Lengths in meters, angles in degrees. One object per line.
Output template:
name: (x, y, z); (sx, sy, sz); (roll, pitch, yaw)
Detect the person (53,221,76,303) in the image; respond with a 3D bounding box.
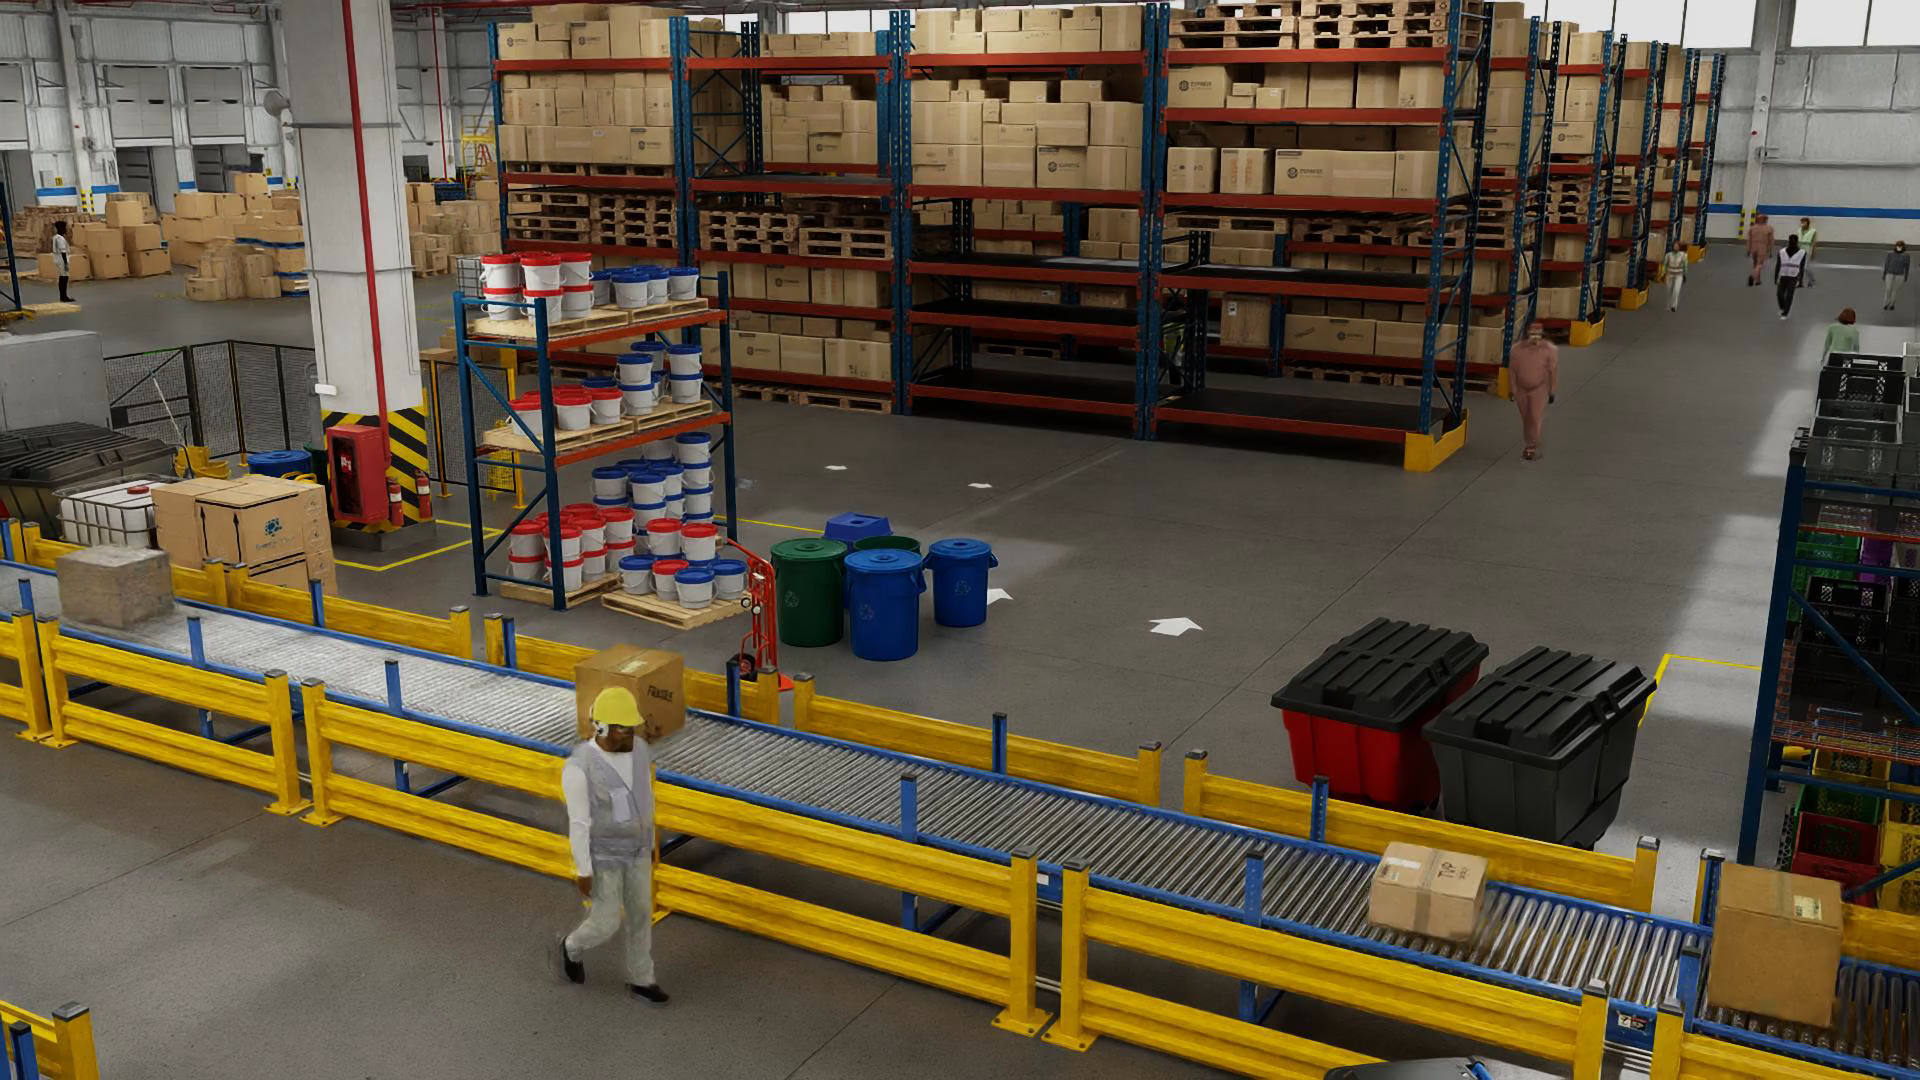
person: (-21.605, -6.697, 40.056); (0.380, 1.958, 0.606); (-11, 19, -37)

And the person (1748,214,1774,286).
person: (20.952, -7.596, 43.586); (0.829, 1.880, 0.650); (-11, 19, -37)

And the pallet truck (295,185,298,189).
pallet truck: (-26.804, -14.617, 69.738); (1.885, 1.965, 0.823); (-14, 20, -42)

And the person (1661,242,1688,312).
person: (16.423, -6.044, 38.281); (0.535, 1.592, 0.841); (8, 17, 29)

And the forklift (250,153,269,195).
forklift: (-25.800, -12.825, 61.311); (1.873, 2.768, 1.129); (-8, 17, -29)

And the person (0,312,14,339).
person: (-13.566, -2.296, 23.341); (0.940, 2.000, 0.709); (-9, 17, -30)

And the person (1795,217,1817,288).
person: (21.890, -7.439, 43.109); (0.445, 1.819, 0.578); (-6, 16, -23)

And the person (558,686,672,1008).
person: (-1.874, 1.643, 8.950); (0.609, 1.817, 0.607); (10, 18, 33)

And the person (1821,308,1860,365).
person: (13.969, -2.857, 26.278); (0.759, 1.602, 0.537); (-9, 17, -30)

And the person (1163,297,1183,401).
person: (3.455, -3.112, 27.063); (0.318, 1.695, 0.539); (-3, 15, -10)

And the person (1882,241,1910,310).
person: (21.631, -6.102, 38.461); (0.528, 1.600, 0.739); (9, 17, 31)

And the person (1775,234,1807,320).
person: (18.424, -5.843, 36.949); (0.591, 1.904, 0.463); (12, 19, 37)

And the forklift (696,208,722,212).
forklift: (-4.931, -4.998, 31.888); (1.873, 2.768, 1.129); (8, 17, 28)

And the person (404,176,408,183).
person: (-23.887, -14.959, 71.332); (0.651, 1.850, 0.456); (6, 16, 23)

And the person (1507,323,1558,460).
person: (7.750, -2.024, 22.659); (0.637, 1.855, 0.964); (10, 18, 32)
